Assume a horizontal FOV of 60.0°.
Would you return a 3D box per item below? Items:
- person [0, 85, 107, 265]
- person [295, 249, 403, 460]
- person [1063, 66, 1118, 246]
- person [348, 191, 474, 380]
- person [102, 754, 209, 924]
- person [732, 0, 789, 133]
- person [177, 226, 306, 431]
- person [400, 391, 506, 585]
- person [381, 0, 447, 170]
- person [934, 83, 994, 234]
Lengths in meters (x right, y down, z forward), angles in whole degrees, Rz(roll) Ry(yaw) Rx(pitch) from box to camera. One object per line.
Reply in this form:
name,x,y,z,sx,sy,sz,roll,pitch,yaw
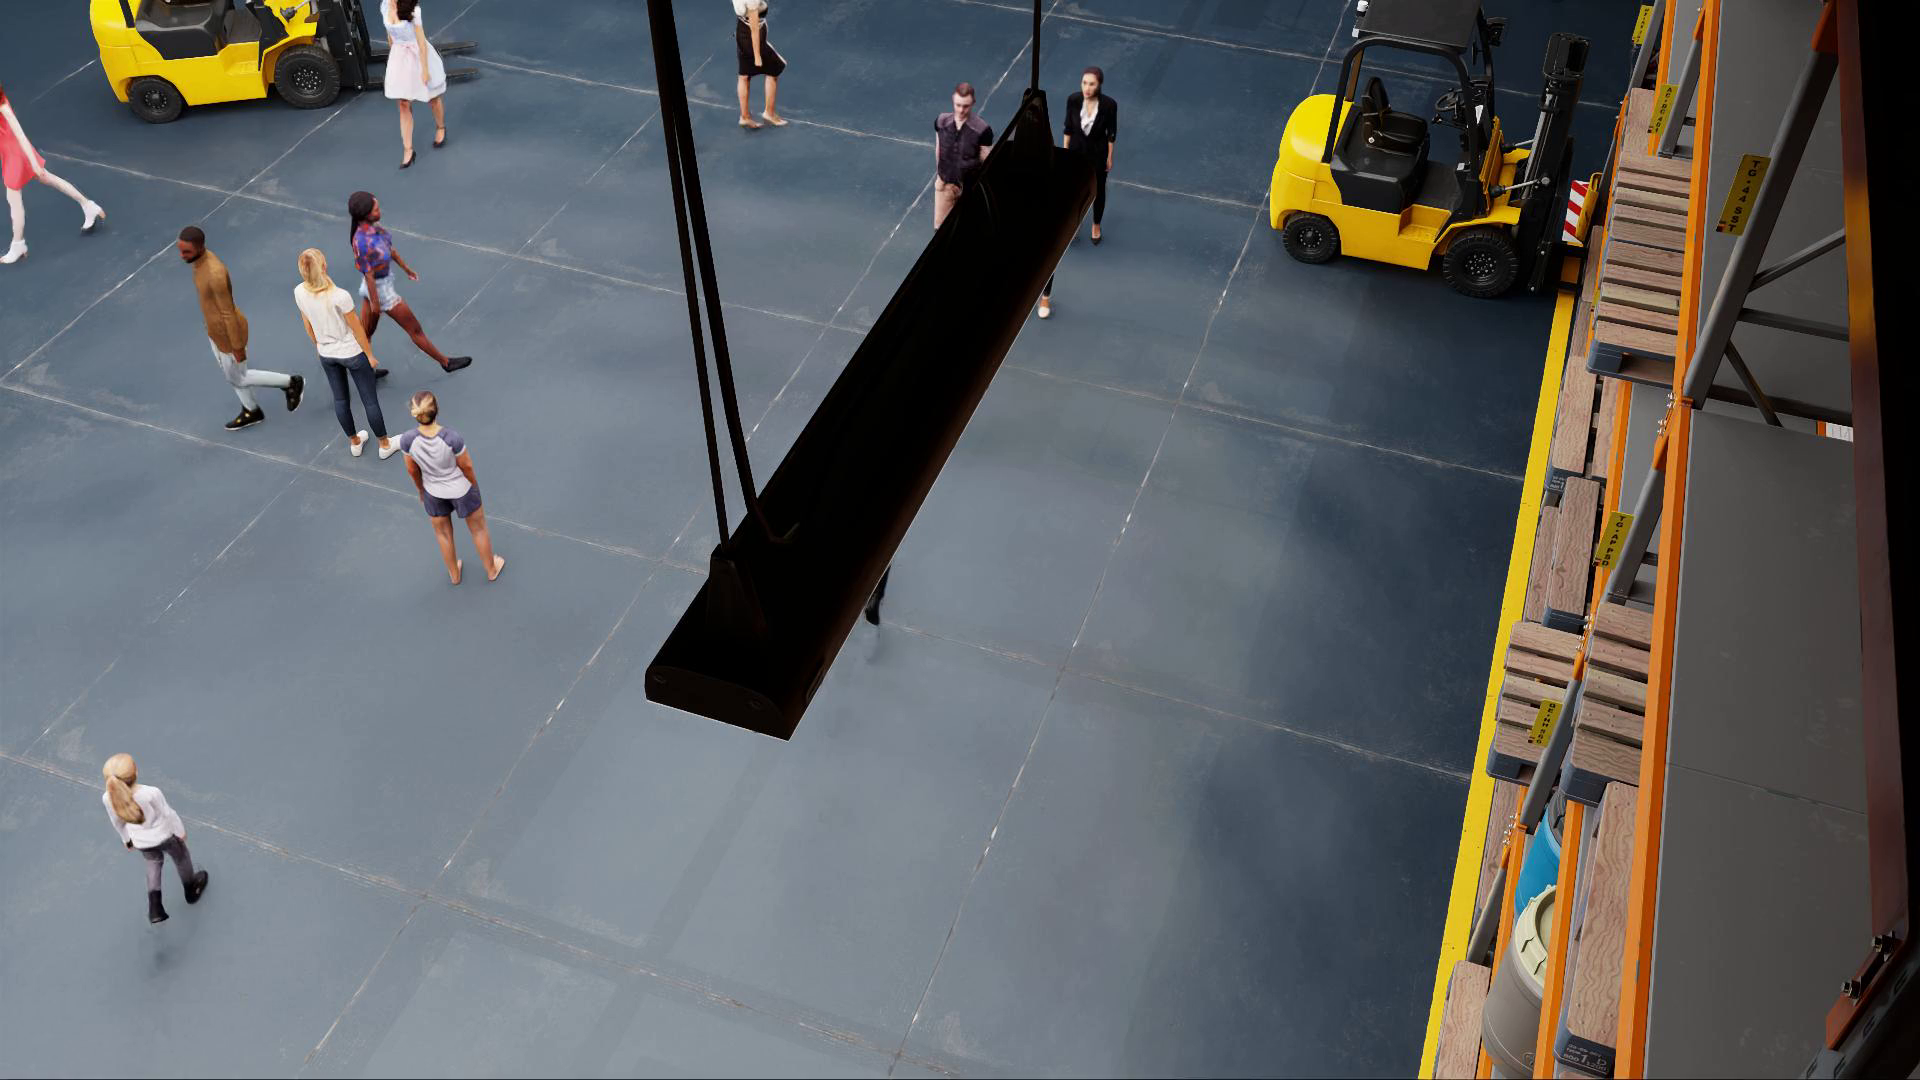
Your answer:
person,-7.906,-3.278,14.141,1.251,1.777,0.990,-32,52,-29
person,-4.485,-1.341,12.085,0.623,1.809,0.553,7,44,7
person,1.108,-3.299,14.248,0.614,1.660,0.558,11,45,11
person,-4.521,-1.864,12.719,1.092,1.691,1.156,-12,45,-13
person,-4.520,1.699,9.286,0.643,1.267,0.774,-2,44,-2
person,-2.030,-4.611,15.569,0.896,1.738,0.838,-22,48,-21
person,-5.355,-1.586,12.346,1.017,1.803,0.909,-28,50,-26
person,-3.430,-0.340,11.167,0.669,1.625,0.677,-4,44,-4
person,-4.974,-4.396,15.308,0.691,1.785,1.060,11,45,11
person,0.072,-3.006,13.849,0.711,1.786,1.197,17,46,17
